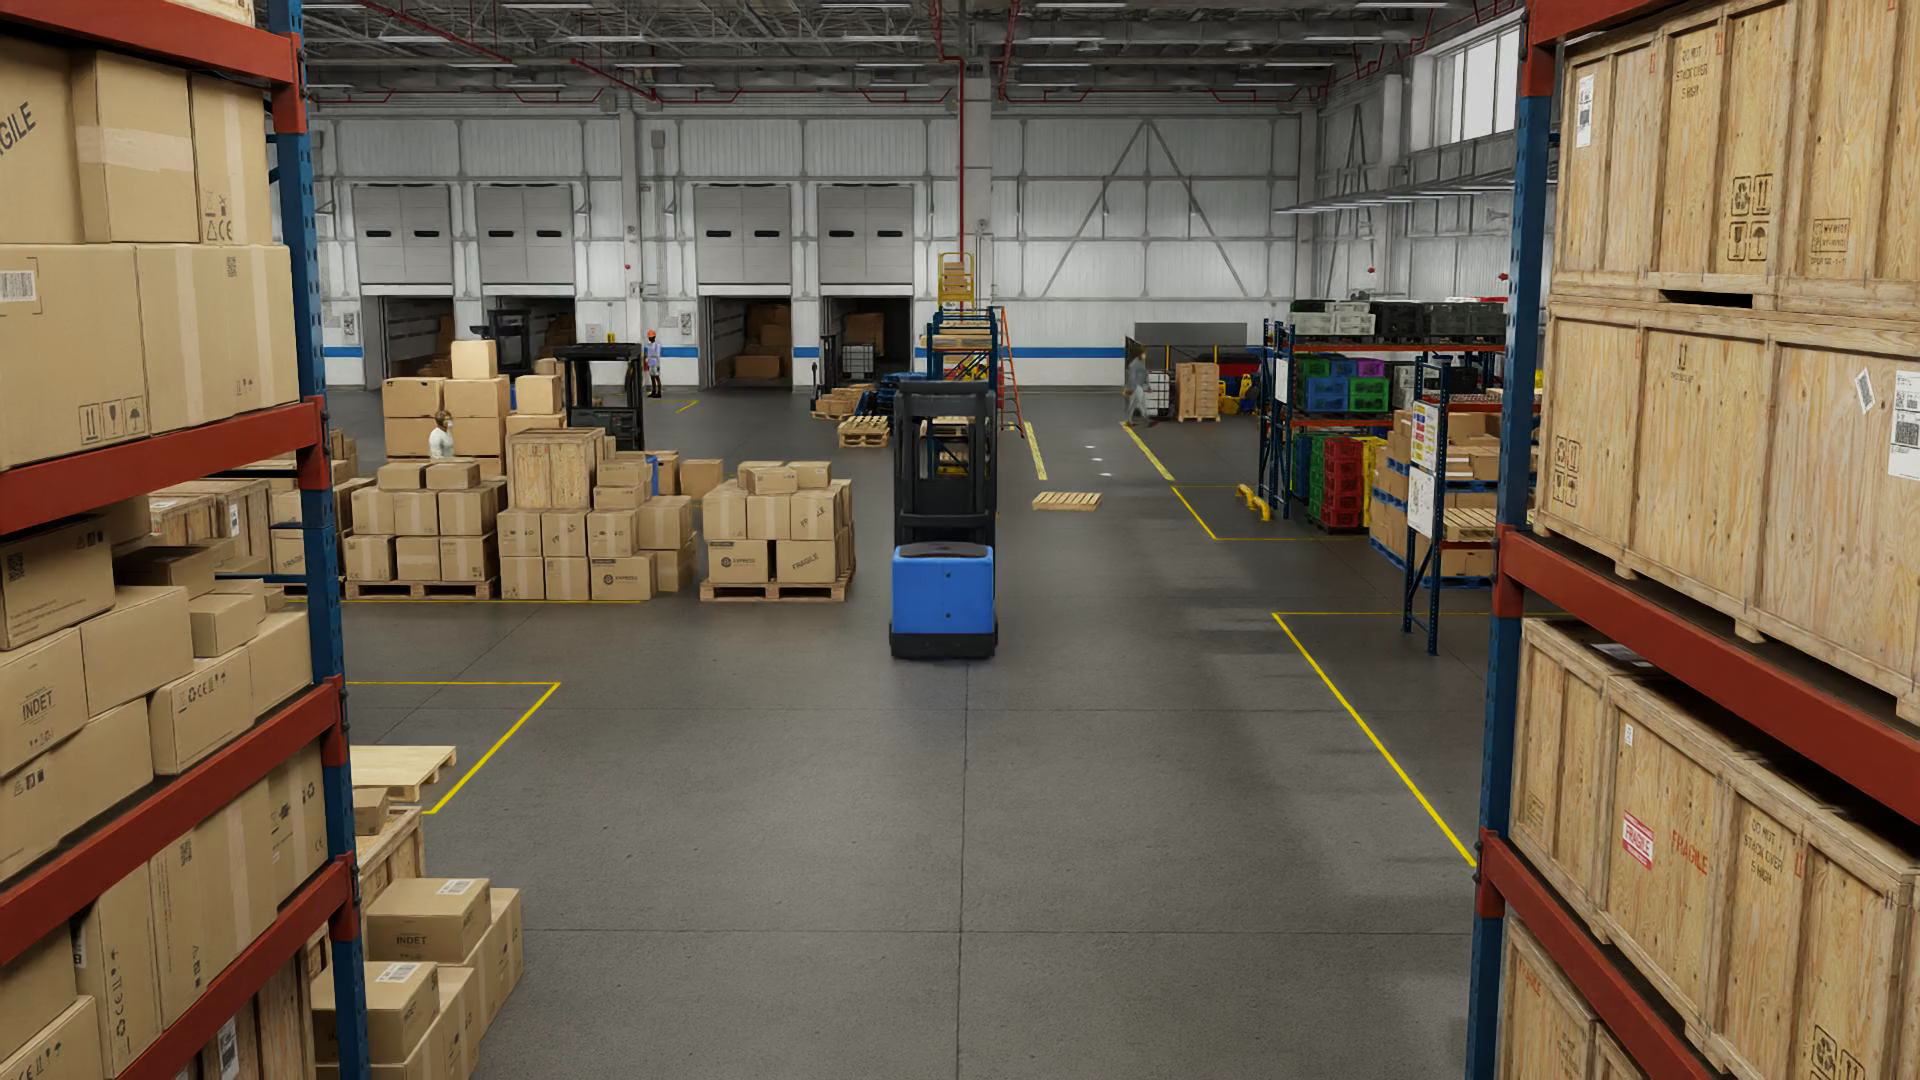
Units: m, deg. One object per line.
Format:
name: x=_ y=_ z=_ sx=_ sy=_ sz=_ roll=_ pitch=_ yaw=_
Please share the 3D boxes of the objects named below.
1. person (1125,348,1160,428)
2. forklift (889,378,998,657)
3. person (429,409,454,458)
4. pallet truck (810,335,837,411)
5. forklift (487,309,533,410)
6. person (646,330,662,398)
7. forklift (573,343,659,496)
person: x=4.315 y=-3.582 z=39.224 sx=0.991 sy=1.892 sz=0.636 roll=5 pitch=11 yaw=25
forklift: x=-0.166 y=-0.303 z=17.448 sx=1.129 sy=2.768 sz=1.873 roll=0 pitch=10 yaw=1
person: x=-7.309 y=-0.891 z=23.559 sx=0.378 sy=1.940 sz=0.629 roll=-1 pitch=10 yaw=-4
pallet truck: x=-3.021 y=-4.312 z=43.126 sx=1.885 sy=1.965 sz=0.823 roll=3 pitch=10 yaw=17
forklift: x=-10.359 y=-3.940 z=38.434 sx=1.129 sy=2.768 sz=1.873 roll=-8 pitch=13 yaw=-38
person: x=-8.731 y=-5.005 z=47.330 sx=0.543 sy=1.930 sz=0.389 roll=9 pitch=14 yaw=43
forklift: x=-5.085 y=-1.475 z=24.210 sx=1.129 sy=2.768 sz=1.873 roll=0 pitch=10 yaw=1
